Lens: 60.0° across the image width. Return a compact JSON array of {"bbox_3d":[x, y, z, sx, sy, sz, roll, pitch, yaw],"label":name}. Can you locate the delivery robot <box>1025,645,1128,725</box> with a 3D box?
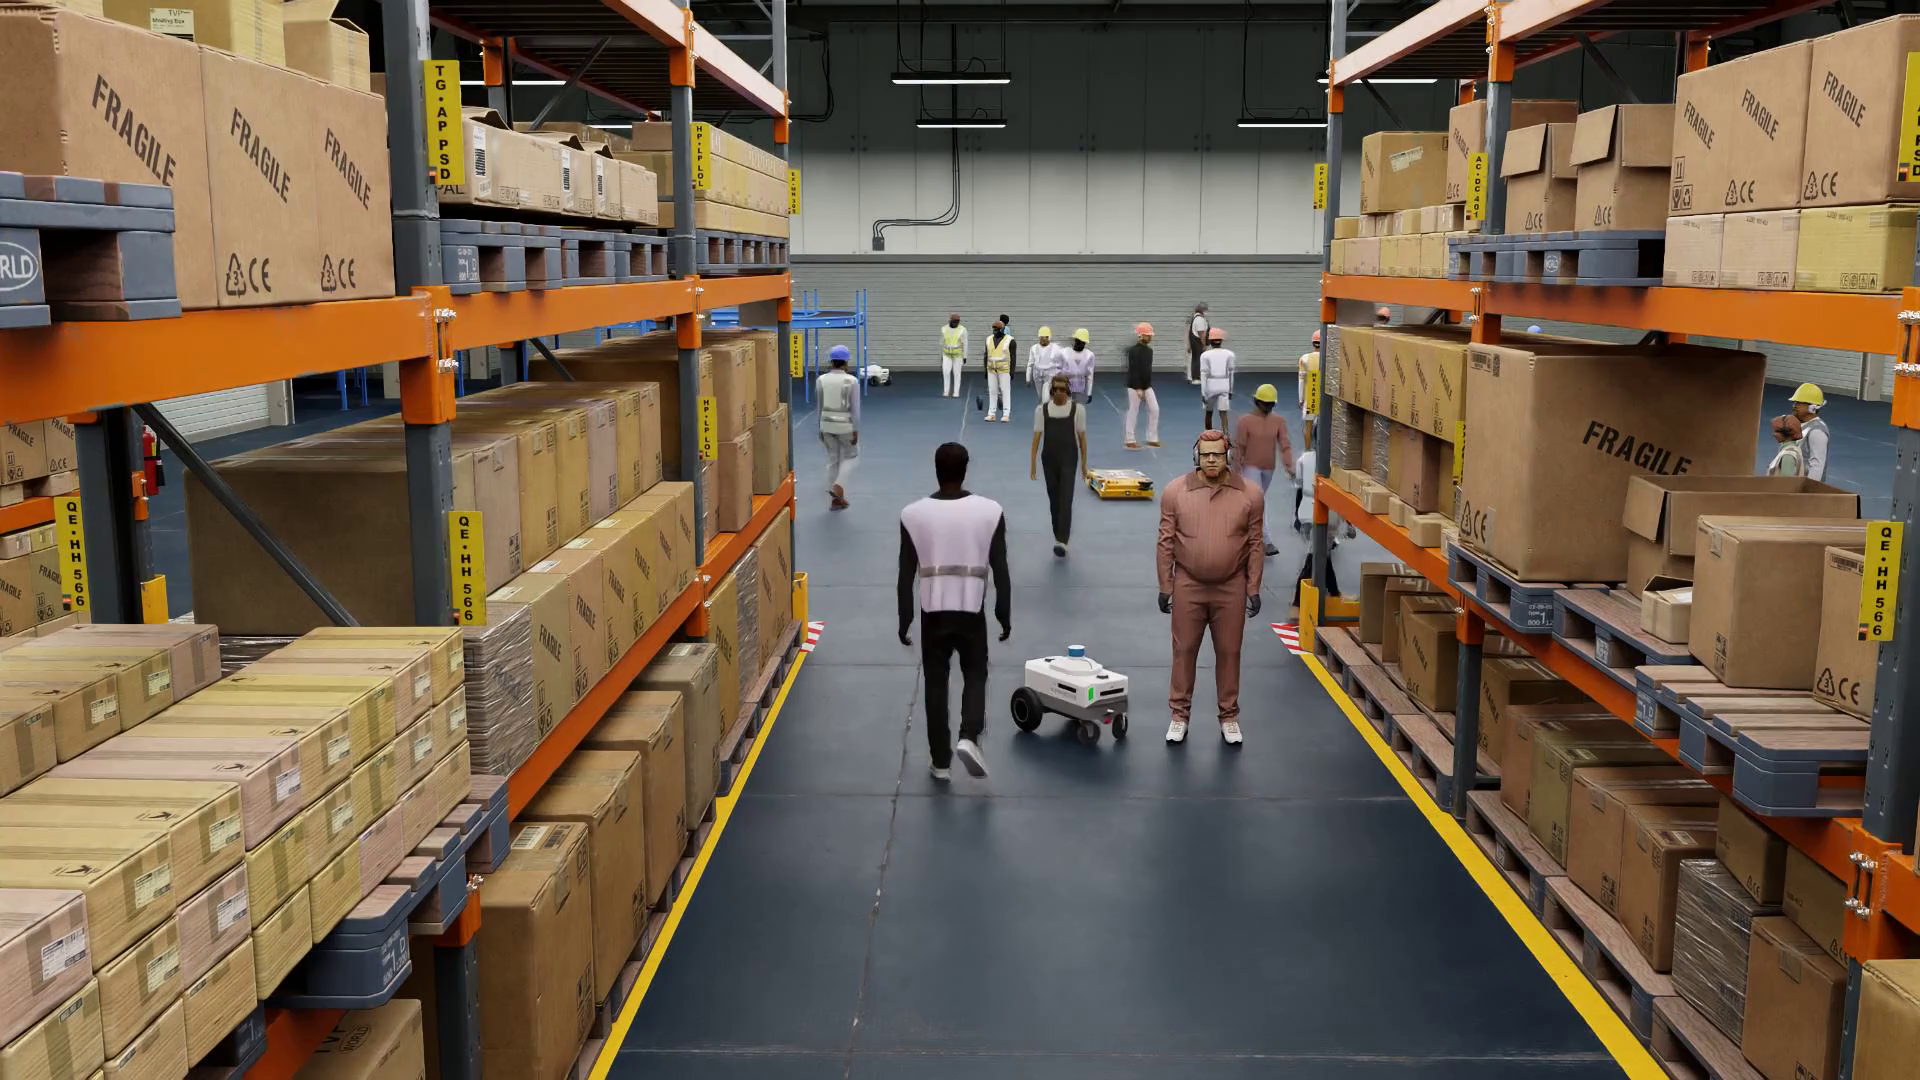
[{"bbox_3d":[0.718,0.895,10.275,0.477,0.478,0.707,-7,12,-34],"label":"delivery robot"}]

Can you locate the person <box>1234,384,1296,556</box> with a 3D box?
[{"bbox_3d":[3.007,-0.715,16.632,0.536,1.700,0.946,-4,10,-20],"label":"person"}]

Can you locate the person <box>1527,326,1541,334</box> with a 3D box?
[{"bbox_3d":[8.654,-2.265,25.183,0.605,1.951,0.380,5,11,27],"label":"person"}]

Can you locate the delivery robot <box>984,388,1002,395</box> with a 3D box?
[{"bbox_3d":[0.647,-2.991,32.775,0.335,0.223,0.698,-2,10,-14],"label":"delivery robot"}]

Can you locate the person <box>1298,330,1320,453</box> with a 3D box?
[{"bbox_3d":[5.156,-2.061,23.997,0.549,1.936,0.377,3,10,18],"label":"person"}]

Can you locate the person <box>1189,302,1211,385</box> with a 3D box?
[{"bbox_3d":[5.746,-4.722,39.758,0.534,2.000,0.821,-1,10,-5],"label":"person"}]

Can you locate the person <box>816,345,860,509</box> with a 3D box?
[{"bbox_3d":[-1.433,-1.319,19.558,0.610,1.935,0.510,5,11,28],"label":"person"}]

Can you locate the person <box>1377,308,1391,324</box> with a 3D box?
[{"bbox_3d":[8.483,-3.703,33.684,0.627,2.001,1.028,7,12,37],"label":"person"}]

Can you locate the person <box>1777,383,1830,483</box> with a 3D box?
[{"bbox_3d":[7.469,-0.475,14.800,0.403,1.837,0.591,1,10,9],"label":"person"}]

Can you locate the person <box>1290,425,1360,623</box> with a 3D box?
[{"bbox_3d":[3.011,-0.167,13.473,0.847,1.650,0.546,-5,11,-27],"label":"person"}]

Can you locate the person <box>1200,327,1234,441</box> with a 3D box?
[{"bbox_3d":[3.987,-2.336,25.762,0.544,1.907,0.884,0,9,-1],"label":"person"}]

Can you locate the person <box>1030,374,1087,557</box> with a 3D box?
[{"bbox_3d":[0.963,-0.735,16.458,0.540,1.798,0.937,2,10,12],"label":"person"}]

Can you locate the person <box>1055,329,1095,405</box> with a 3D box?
[{"bbox_3d":[1.789,-2.349,25.903,0.594,1.876,0.612,-3,10,-15],"label":"person"}]

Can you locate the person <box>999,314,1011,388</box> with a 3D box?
[{"bbox_3d":[1.039,-4.391,38.673,0.322,1.697,0.531,2,10,13],"label":"person"}]

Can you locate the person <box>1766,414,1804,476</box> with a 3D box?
[{"bbox_3d":[6.914,-0.238,13.970,0.309,1.640,0.514,5,11,27],"label":"person"}]

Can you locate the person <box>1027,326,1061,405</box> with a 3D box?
[{"bbox_3d":[1.489,-2.875,29.336,0.608,1.789,0.933,4,10,22],"label":"person"}]

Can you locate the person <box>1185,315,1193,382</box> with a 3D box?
[{"bbox_3d":[5.697,-4.666,40.508,0.424,1.622,0.535,4,10,21],"label":"person"}]

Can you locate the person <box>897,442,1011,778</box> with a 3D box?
[{"bbox_3d":[-0.031,0.407,9.307,0.644,1.901,0.511,-1,9,-4],"label":"person"}]

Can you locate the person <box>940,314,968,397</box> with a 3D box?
[{"bbox_3d":[-0.139,-3.964,35.799,0.644,1.800,0.689,2,10,11],"label":"person"}]

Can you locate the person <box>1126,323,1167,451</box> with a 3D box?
[{"bbox_3d":[2.868,-2.347,25.594,0.768,1.964,0.630,9,13,43],"label":"person"}]

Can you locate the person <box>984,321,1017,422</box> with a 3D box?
[{"bbox_3d":[0.718,-3.086,30.436,0.624,1.840,0.430,5,11,27],"label":"person"}]

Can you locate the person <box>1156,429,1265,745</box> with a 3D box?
[{"bbox_3d":[1.507,0.284,10.046,0.648,1.907,0.409,1,10,6],"label":"person"}]

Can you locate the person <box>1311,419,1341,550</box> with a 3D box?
[{"bbox_3d":[3.829,-0.696,16.827,0.527,1.600,0.819,0,9,1],"label":"person"}]

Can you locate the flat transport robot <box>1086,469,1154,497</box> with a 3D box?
[{"bbox_3d":[2.023,-0.739,21.189,0.652,0.197,1.431,-1,9,-4],"label":"flat transport robot"}]

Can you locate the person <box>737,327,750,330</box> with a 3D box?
[{"bbox_3d":[-3.683,-2.630,27.667,1.006,1.853,0.676,-1,10,-5],"label":"person"}]

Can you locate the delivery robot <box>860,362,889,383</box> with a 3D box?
[{"bbox_3d":[-2.023,-3.953,39.300,0.707,0.478,0.477,8,12,41],"label":"delivery robot"}]
